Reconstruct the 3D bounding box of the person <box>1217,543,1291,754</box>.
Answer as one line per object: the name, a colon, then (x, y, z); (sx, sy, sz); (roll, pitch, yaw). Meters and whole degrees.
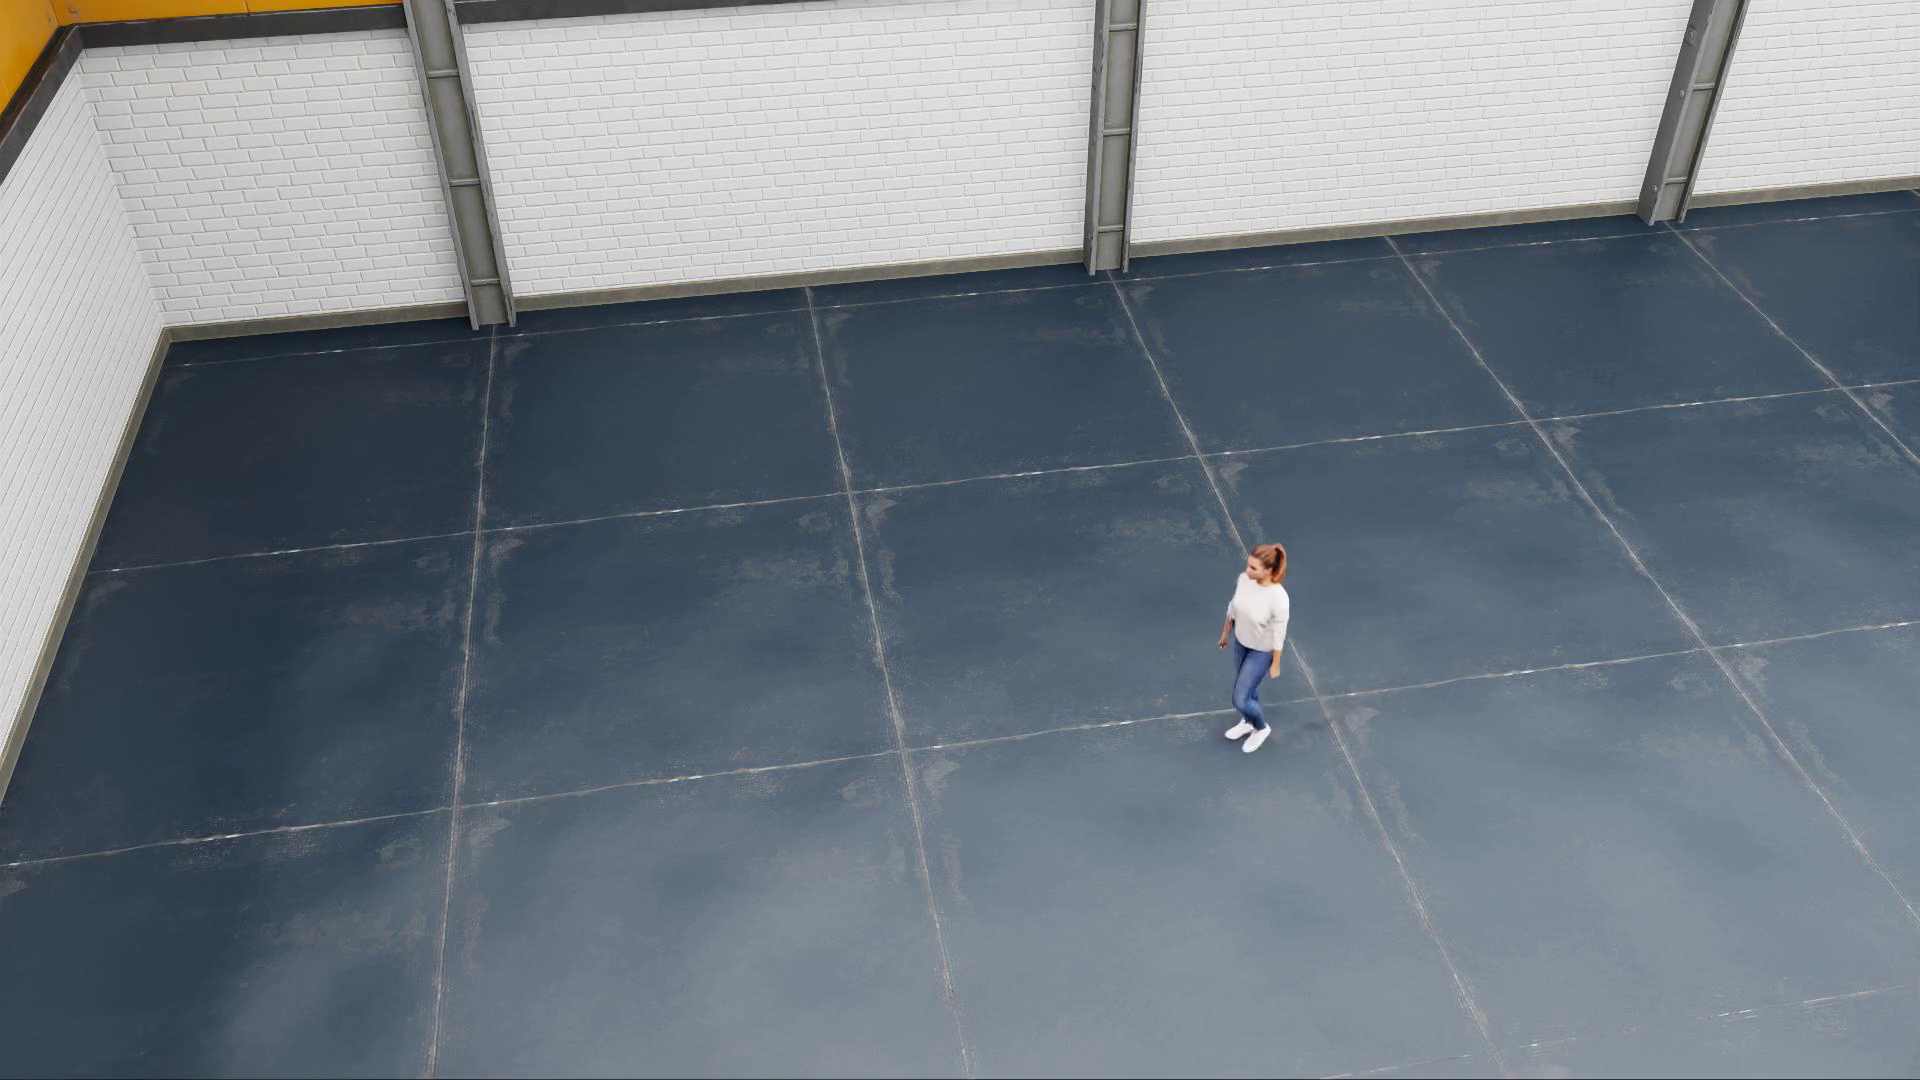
person: (2.023, 0.690, 11.019); (0.688, 1.709, 0.693); (-17, 42, -20)
